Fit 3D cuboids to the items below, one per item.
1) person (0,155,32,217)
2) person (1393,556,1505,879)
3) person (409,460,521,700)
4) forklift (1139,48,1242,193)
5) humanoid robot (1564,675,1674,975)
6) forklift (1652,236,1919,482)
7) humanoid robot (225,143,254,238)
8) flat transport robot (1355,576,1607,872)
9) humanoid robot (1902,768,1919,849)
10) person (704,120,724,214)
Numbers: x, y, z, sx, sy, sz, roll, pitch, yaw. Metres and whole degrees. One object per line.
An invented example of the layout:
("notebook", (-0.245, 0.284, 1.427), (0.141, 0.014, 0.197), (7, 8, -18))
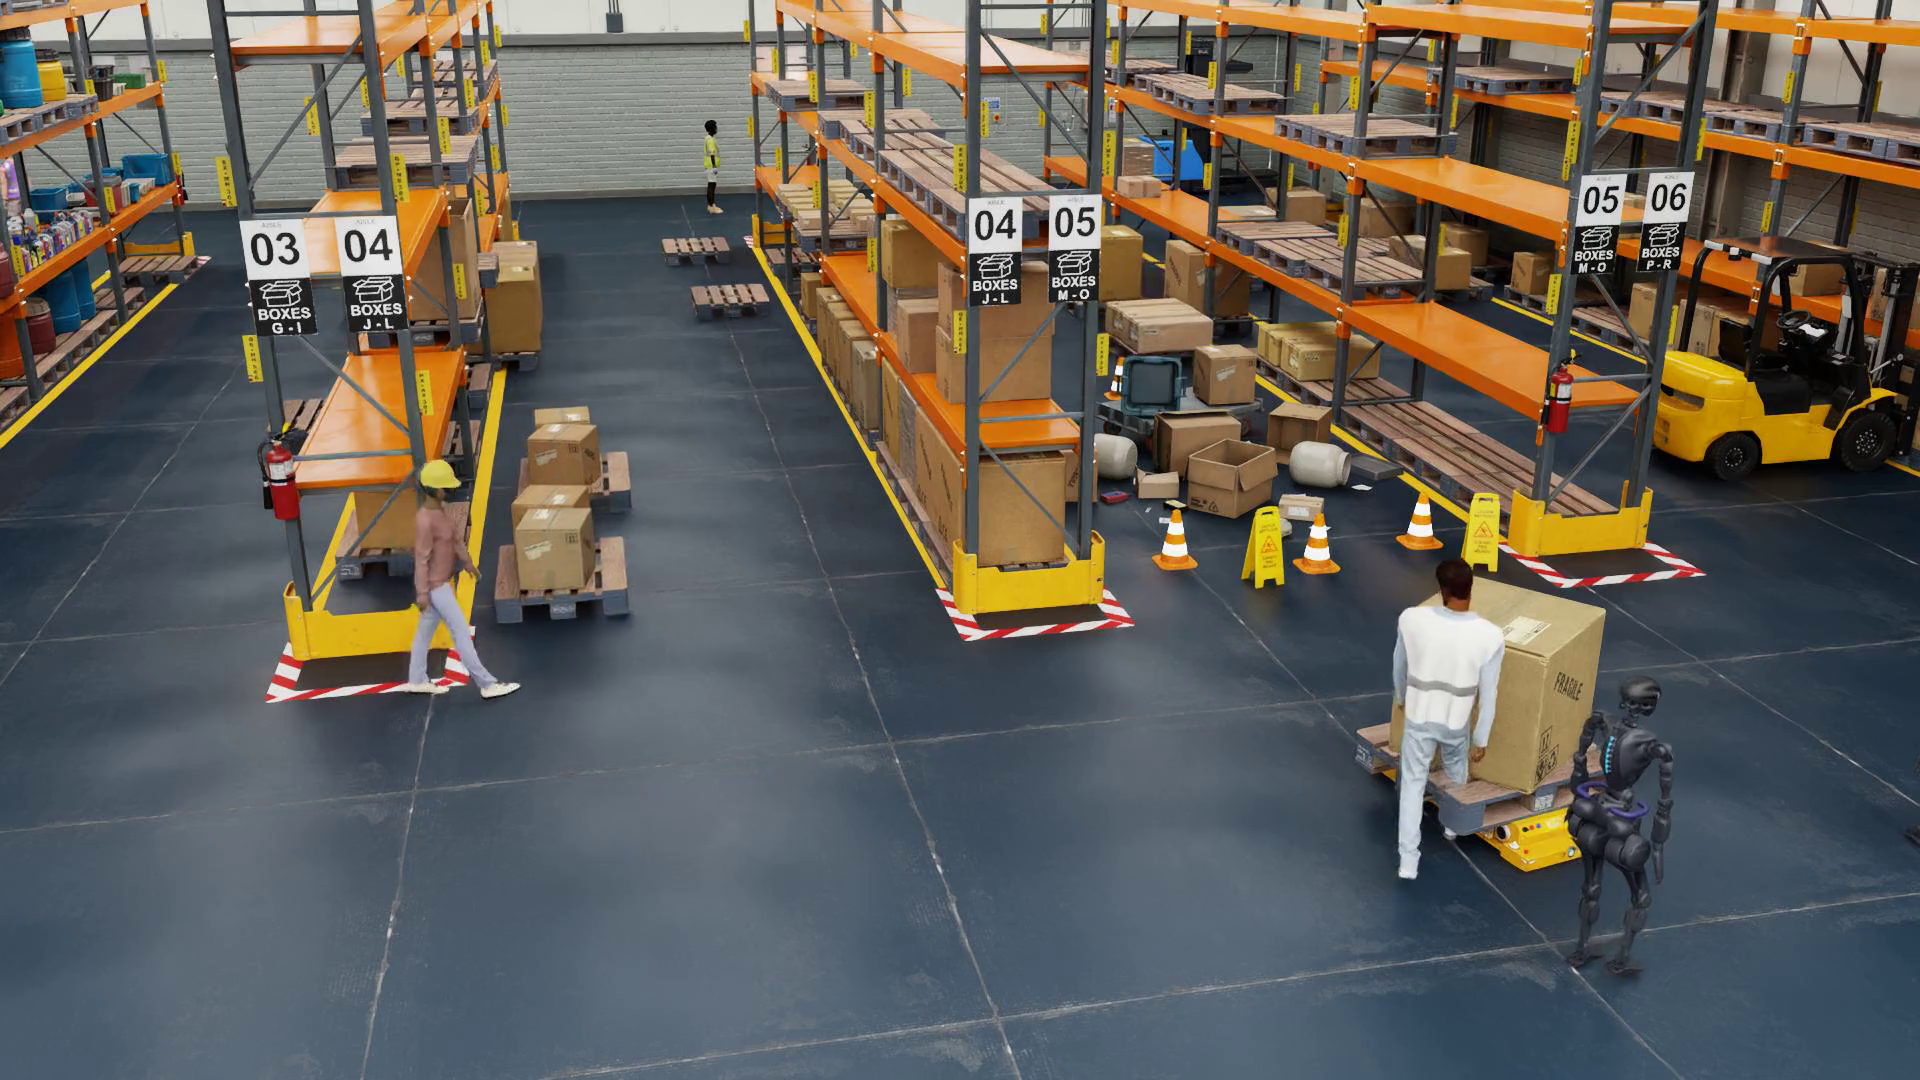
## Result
("person", (-15.367, -5.566, 27.153), (0.347, 1.687, 0.489), (12, 24, 30))
("person", (2.697, 0.970, 9.331), (0.582, 1.855, 1.000), (6, 21, 15))
("person", (-3.462, 0.278, 11.357), (0.851, 1.727, 0.535), (-3, 21, -8))
("forklift", (4.566, -8.313, 32.860), (1.873, 2.768, 1.129), (-4, 21, -12))
("humanoid robot", (3.281, 1.419, 8.354), (0.340, 1.655, 0.601), (-12, 24, -29))
("forklift", (8.013, -1.814, 16.330), (2.313, 2.155, 1.214), (-4, 21, -12))
("humanoid robot", (-12.086, -5.892, 28.050), (0.505, 1.638, 0.589), (7, 22, 18))
("flat transport robot", (3.179, 1.533, 10.075), (0.659, 0.231, 1.431), (-9, 22, -23))
("humanoid robot", (5.640, 1.123, 9.220), (0.593, 1.628, 0.764), (-3, 21, -8))
("person", (-4.568, -6.898, 30.721), (0.316, 1.695, 0.541), (-5, 21, -14))
